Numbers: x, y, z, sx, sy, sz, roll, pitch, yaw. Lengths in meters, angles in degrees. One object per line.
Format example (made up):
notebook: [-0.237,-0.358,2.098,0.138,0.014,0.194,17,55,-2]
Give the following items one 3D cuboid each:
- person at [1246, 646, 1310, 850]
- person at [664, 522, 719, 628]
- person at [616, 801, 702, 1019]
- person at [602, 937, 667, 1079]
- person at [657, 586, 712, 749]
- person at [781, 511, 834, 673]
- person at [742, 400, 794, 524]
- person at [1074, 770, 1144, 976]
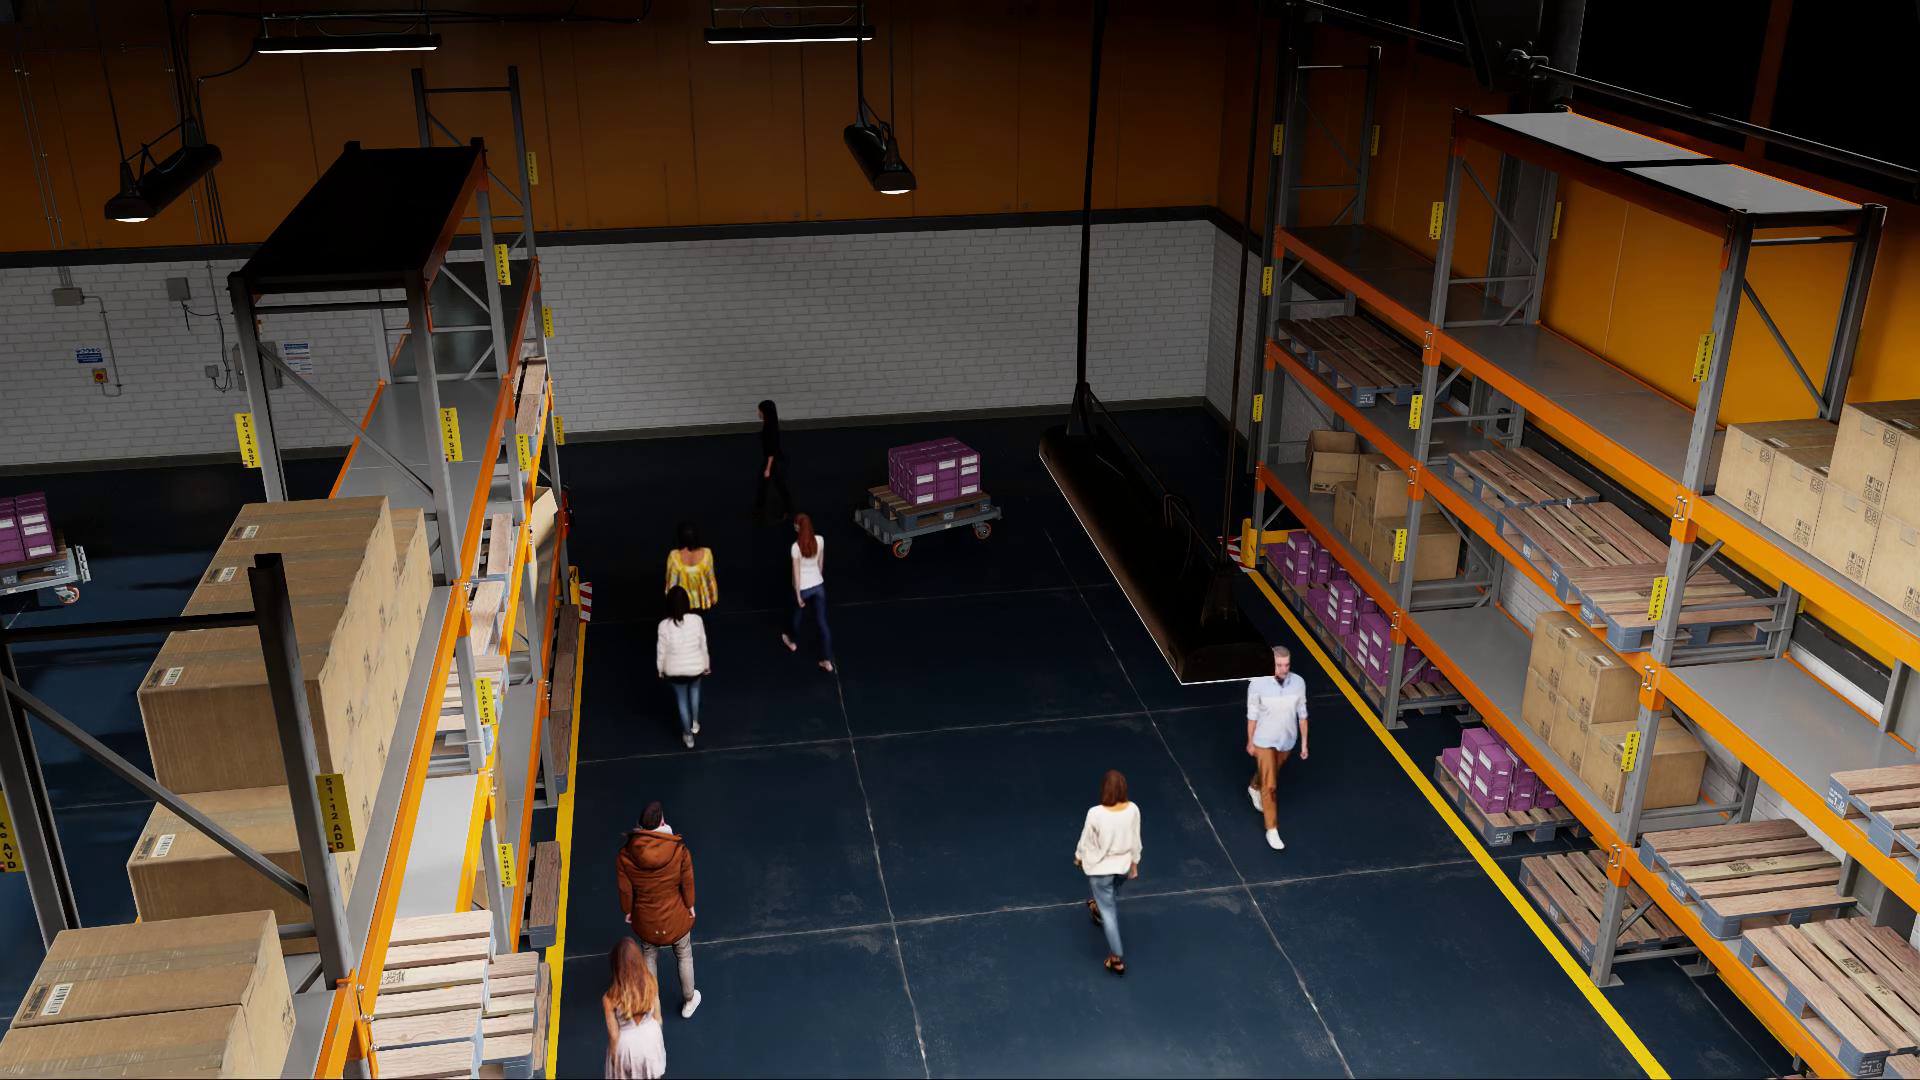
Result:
person: [2.720,1.699,14.564,0.754,1.793,1.164,-6,24,-14]
person: [-2.768,0.638,17.207,0.819,1.619,1.083,-9,25,-20]
person: [-2.190,2.718,12.178,0.712,1.838,0.707,-3,24,-6]
person: [-2.100,3.355,10.808,0.654,1.768,0.688,-14,27,-30]
person: [-2.606,1.237,15.836,0.697,1.622,0.708,-8,25,-18]
person: [-1.515,0.569,17.280,0.844,1.688,1.203,-13,27,-28]
person: [-2.262,-0.985,20.914,0.777,1.624,0.856,-9,25,-20]
person: [1.175,2.571,12.752,0.751,1.647,1.096,-9,25,-19]
